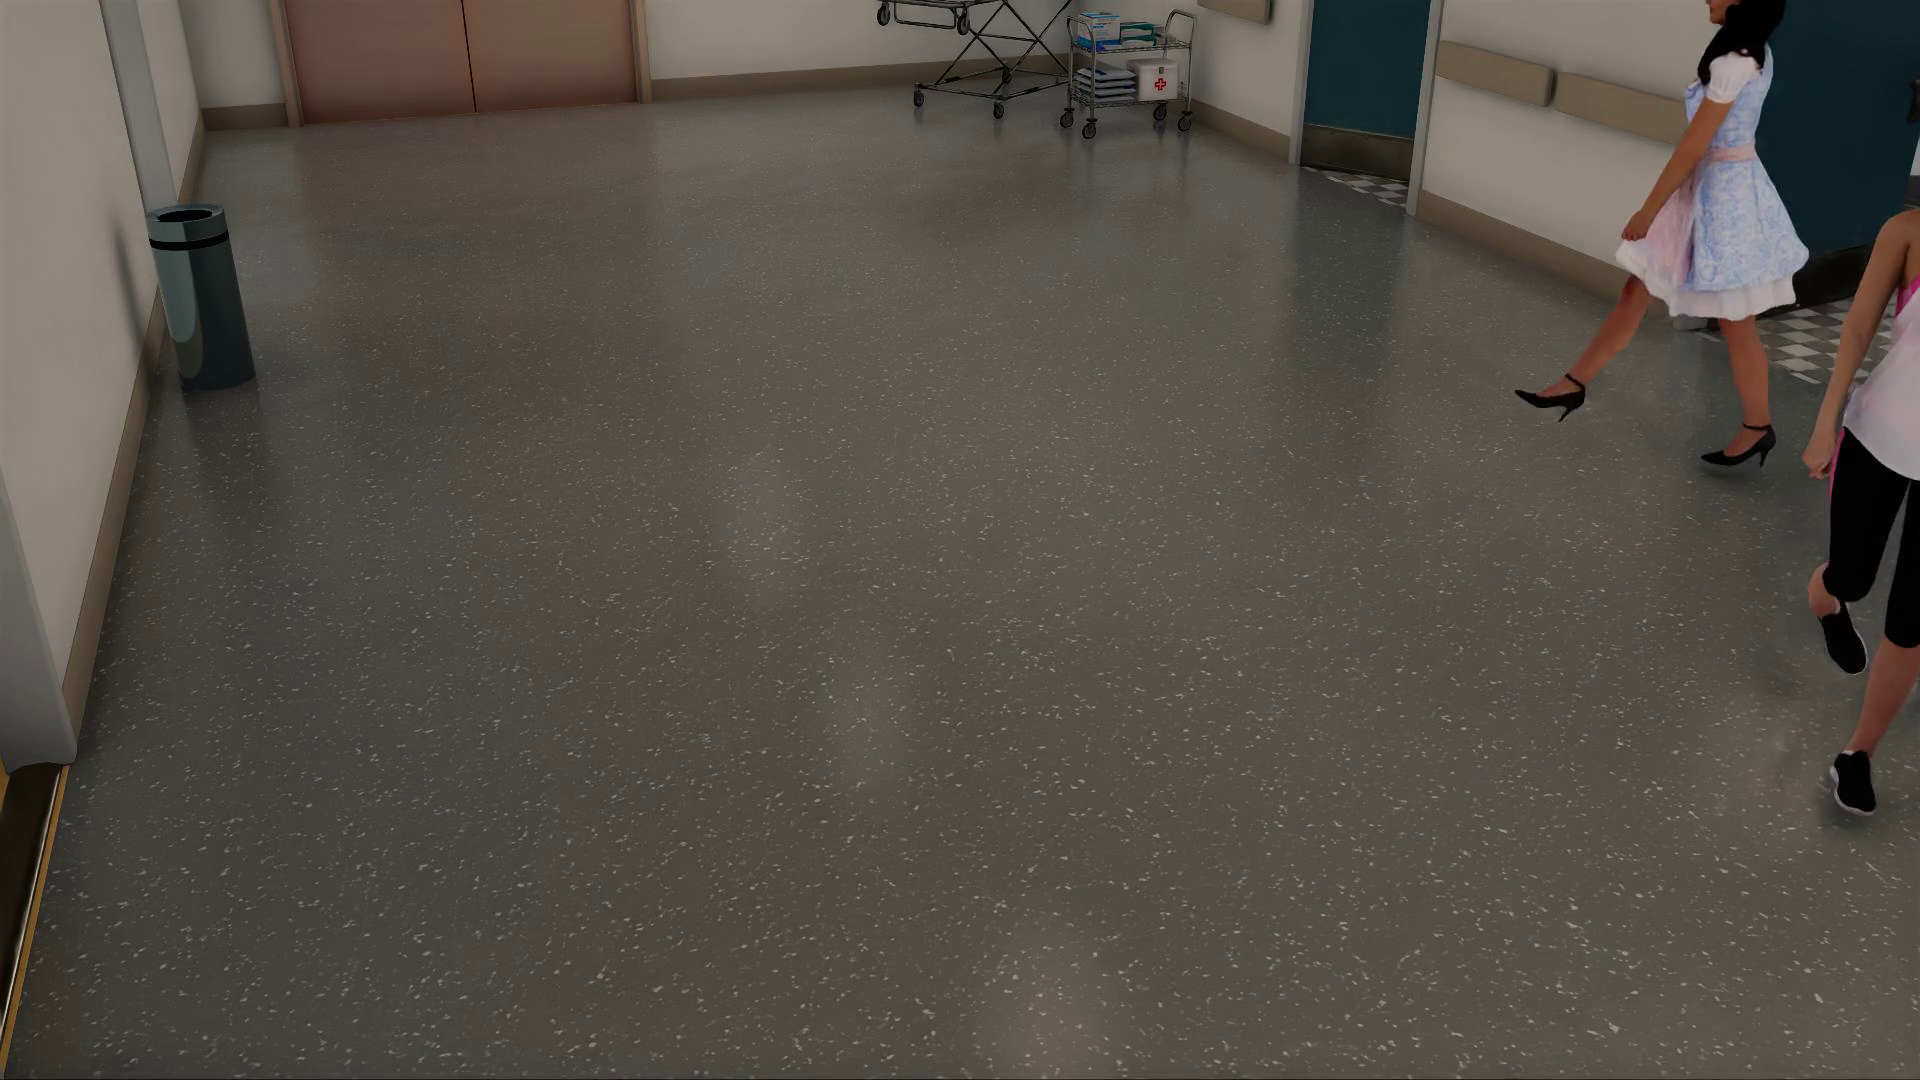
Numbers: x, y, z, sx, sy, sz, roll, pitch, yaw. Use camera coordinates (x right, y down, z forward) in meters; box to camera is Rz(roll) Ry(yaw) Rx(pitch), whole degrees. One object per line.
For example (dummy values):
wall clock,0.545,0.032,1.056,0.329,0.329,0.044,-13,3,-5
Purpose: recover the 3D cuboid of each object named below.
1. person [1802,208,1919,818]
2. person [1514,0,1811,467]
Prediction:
person,2.347,-0.234,4.106,1.051,1.762,1.146,7,27,15
person,2.736,-1.066,5.828,1.216,1.765,1.147,12,28,23
